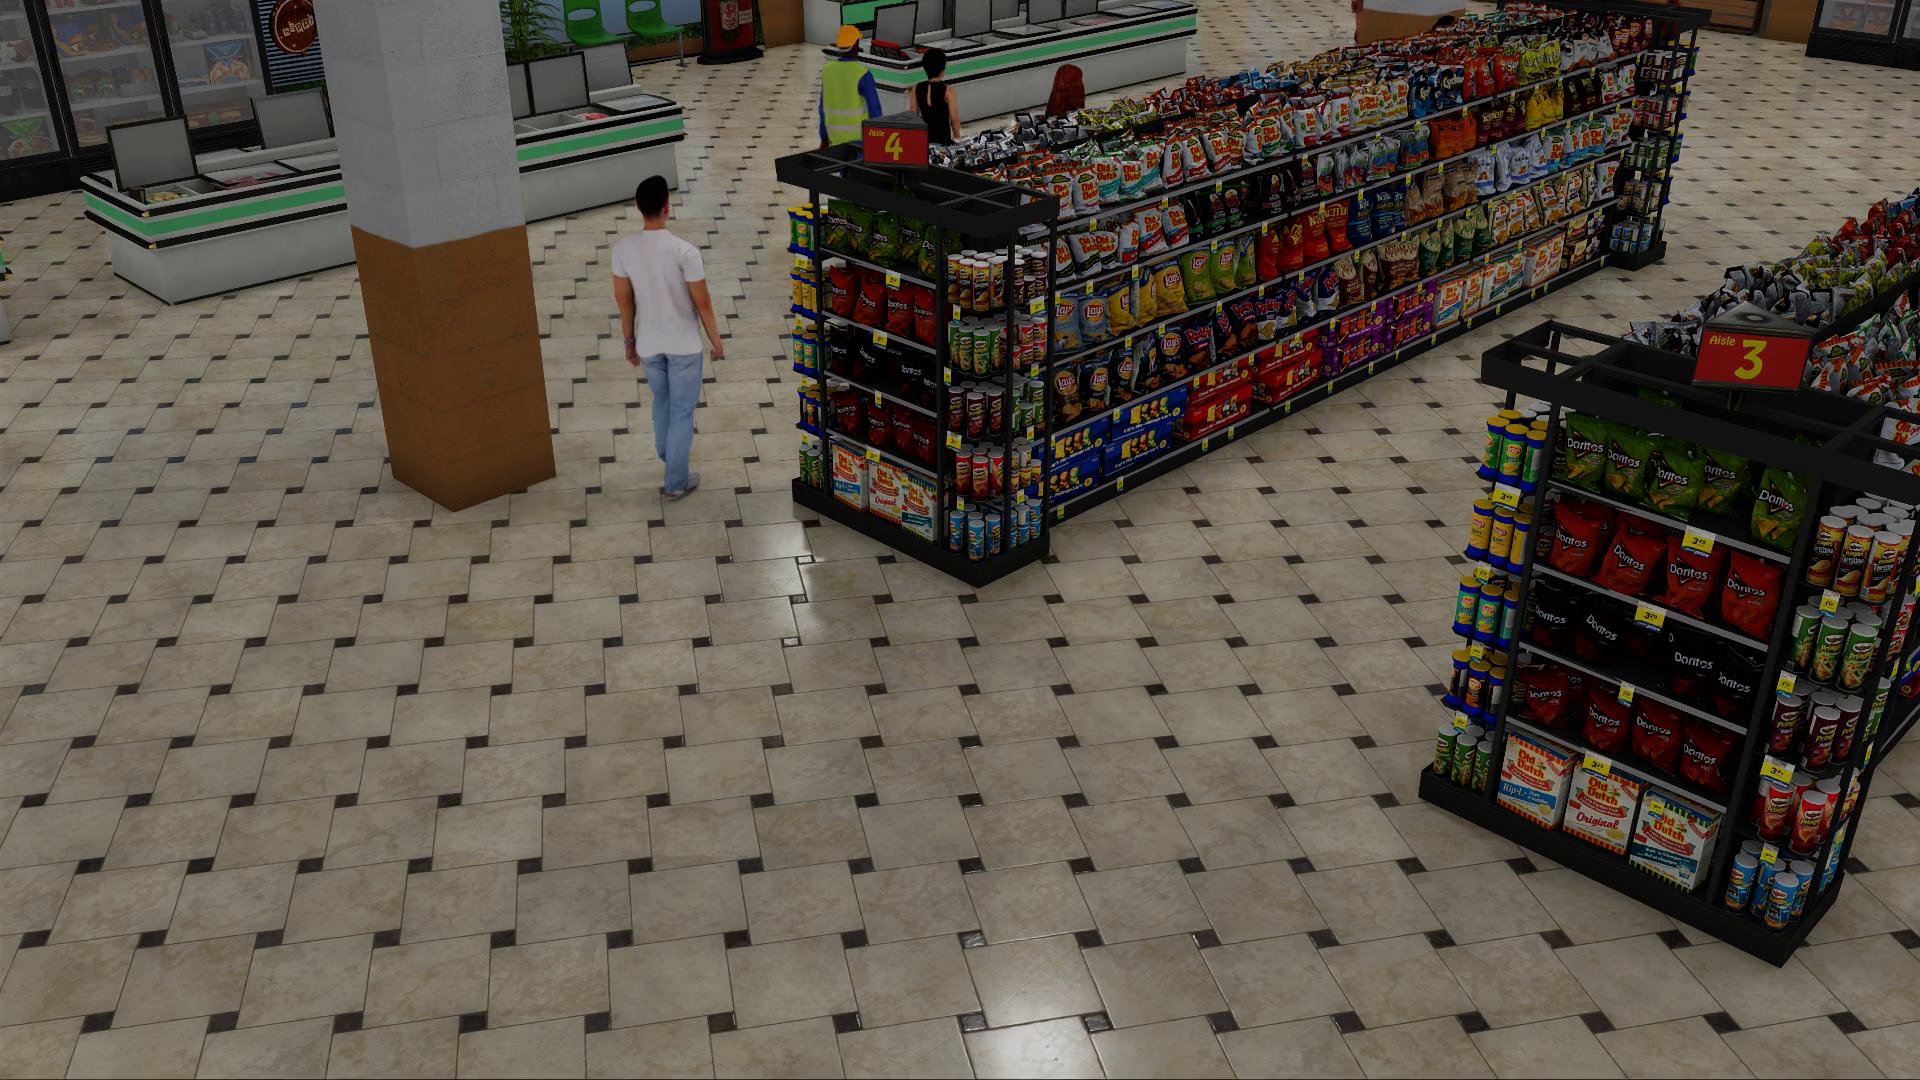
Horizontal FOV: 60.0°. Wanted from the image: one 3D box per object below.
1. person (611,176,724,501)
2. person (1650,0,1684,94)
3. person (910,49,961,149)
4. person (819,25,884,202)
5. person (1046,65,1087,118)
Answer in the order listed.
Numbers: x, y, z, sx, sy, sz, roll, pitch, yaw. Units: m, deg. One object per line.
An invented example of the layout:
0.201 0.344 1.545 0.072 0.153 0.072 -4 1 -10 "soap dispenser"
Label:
-1.668 -1.089 9.351 0.873 1.847 0.968 9 28 17 "person"
8.219 -5.877 19.457 0.676 1.245 0.733 -4 27 -8 "person"
-0.251 -3.261 13.943 0.823 1.567 1.097 12 29 23 "person"
-0.962 -3.305 13.796 0.844 1.778 1.125 15 31 27 "person"
0.728 -2.644 12.507 0.813 1.766 0.683 -14 30 -26 "person"
